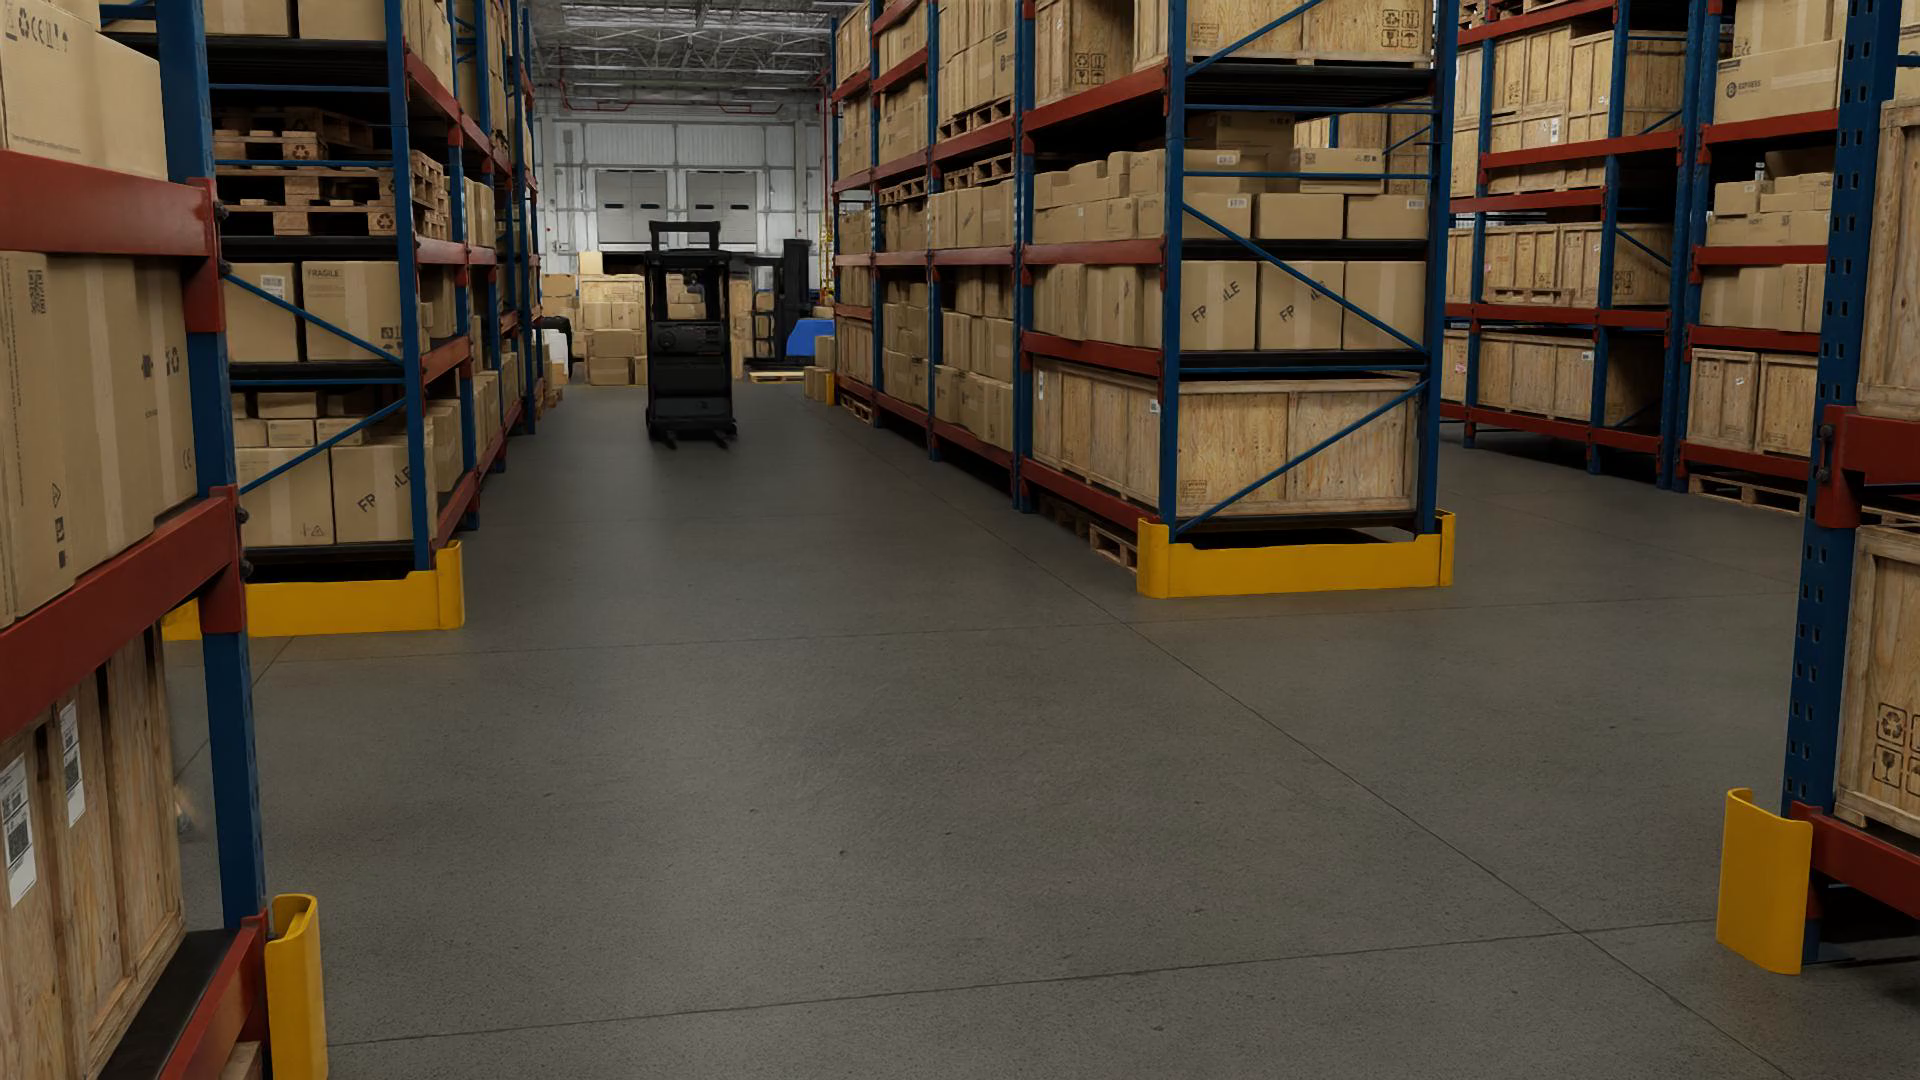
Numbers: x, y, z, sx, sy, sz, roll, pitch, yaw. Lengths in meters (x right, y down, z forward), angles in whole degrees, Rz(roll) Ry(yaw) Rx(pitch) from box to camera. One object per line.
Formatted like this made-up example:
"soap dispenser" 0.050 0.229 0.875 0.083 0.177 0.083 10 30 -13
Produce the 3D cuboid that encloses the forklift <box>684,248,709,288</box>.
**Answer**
"forklift" -8.410 -8.037 53.813 1.129 2.768 1.873 -7 12 -38

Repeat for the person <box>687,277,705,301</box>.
"person" -8.100 -7.094 50.968 0.628 1.931 0.383 3 10 18

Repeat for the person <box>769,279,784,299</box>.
"person" -5.308 -6.535 47.583 0.546 1.917 0.771 -5 11 -28

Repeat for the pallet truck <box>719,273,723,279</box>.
"pallet truck" -8.580 -8.986 62.280 1.885 1.965 0.823 1 9 5

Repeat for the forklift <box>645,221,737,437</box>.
"forklift" -3.643 -2.846 22.173 1.129 2.768 1.873 -2 10 -12

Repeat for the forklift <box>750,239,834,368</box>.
"forklift" -3.523 -5.161 36.282 1.873 2.768 1.129 2 10 13

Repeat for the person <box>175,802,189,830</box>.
"person" -3.494 0.203 6.311 1.073 1.992 0.627 0 9 -1
